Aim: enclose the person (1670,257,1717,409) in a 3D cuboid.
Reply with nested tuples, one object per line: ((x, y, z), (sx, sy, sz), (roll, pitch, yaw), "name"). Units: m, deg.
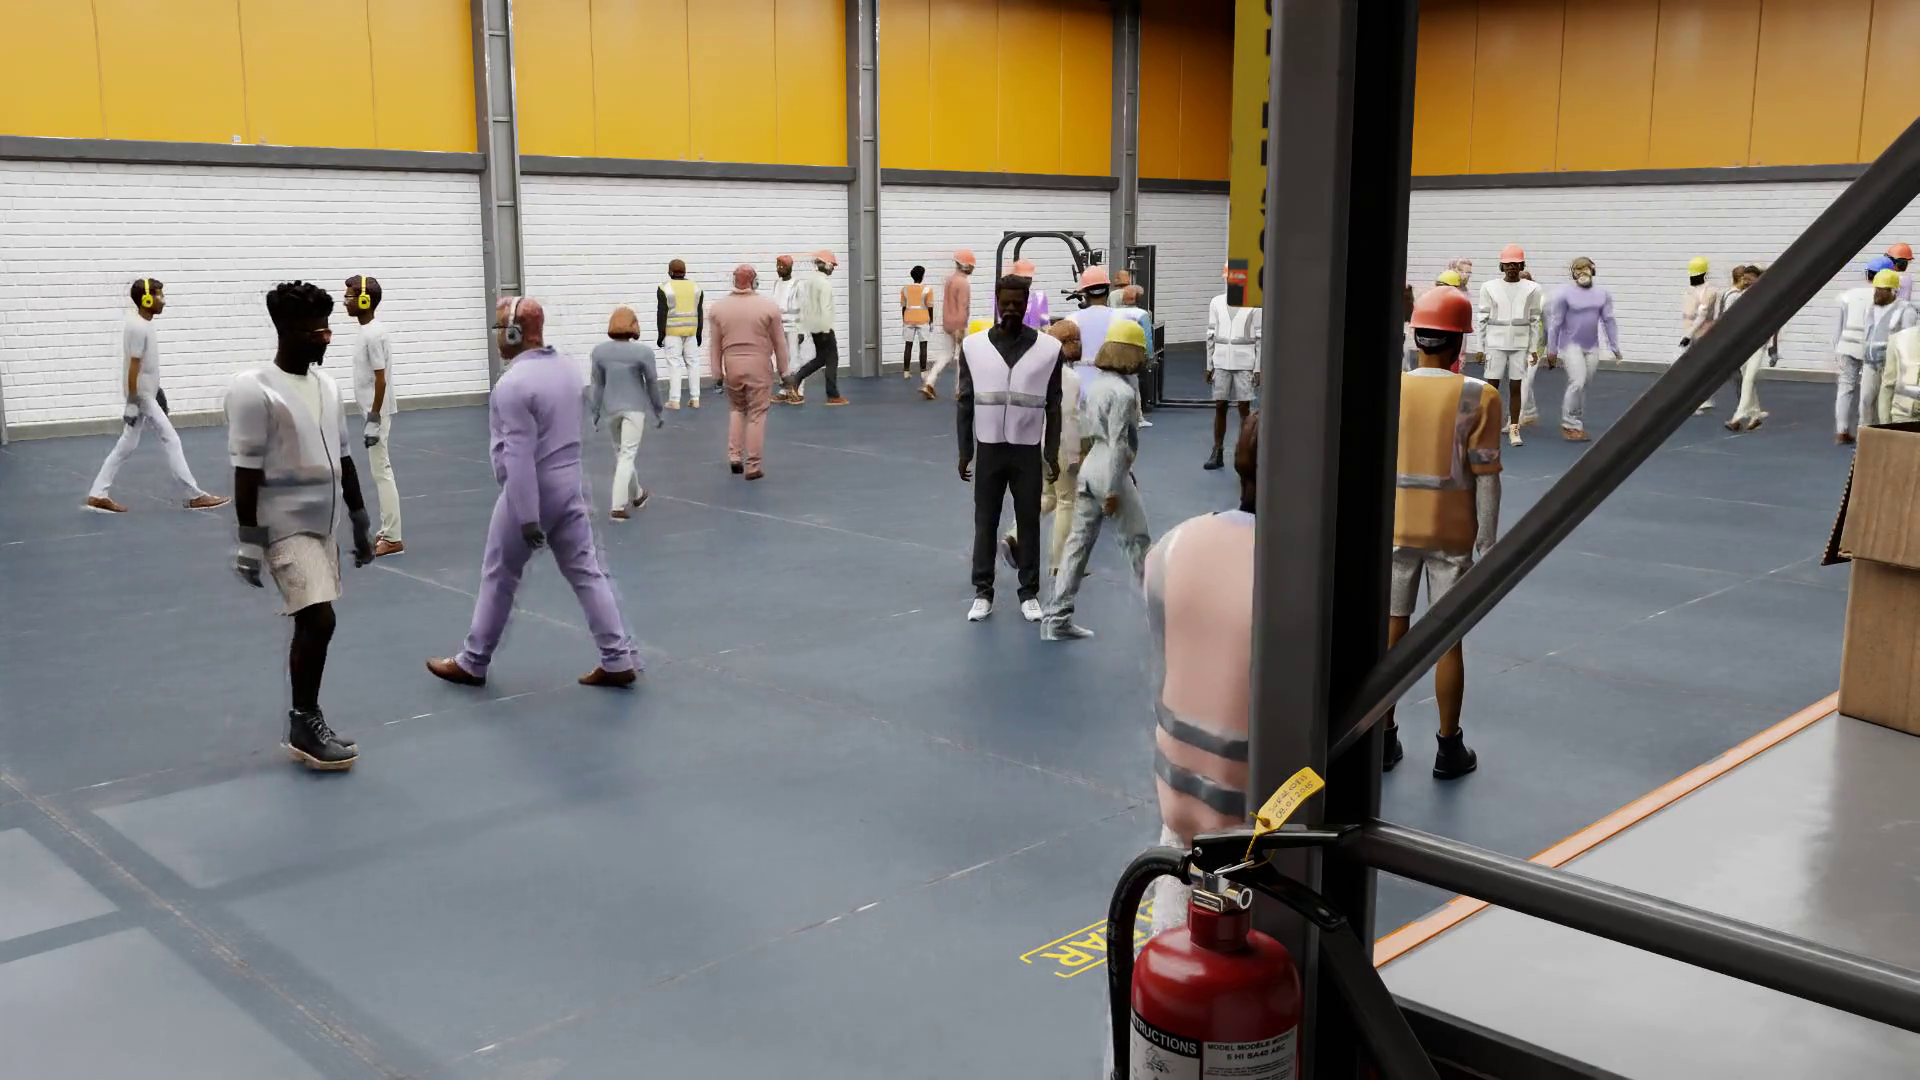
((8.902, -2.507, 20.302), (0.874, 1.862, 0.614), (-3, 11, -14), "person")

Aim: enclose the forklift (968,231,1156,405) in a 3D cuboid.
((1.222, -2.721, 20.561), (2.313, 2.155, 1.214), (2, 11, 13), "forklift")

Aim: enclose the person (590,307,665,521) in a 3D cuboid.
((-2.516, -0.968, 12.638), (0.523, 1.581, 0.848), (2, 11, 13), "person")

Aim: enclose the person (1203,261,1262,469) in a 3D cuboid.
((2.487, -1.591, 15.095), (0.542, 1.939, 0.361), (5, 12, 26), "person")

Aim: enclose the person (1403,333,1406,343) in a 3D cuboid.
((2.282, -0.331, 8.989), (0.853, 1.648, 0.553), (-9, 14, -41), "person")

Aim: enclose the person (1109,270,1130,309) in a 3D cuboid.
((2.321, -3.036, 23.813), (0.500, 1.633, 0.281), (-7, 12, -34), "person")

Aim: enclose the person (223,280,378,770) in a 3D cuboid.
((-2.554, -0.055, 6.661), (0.559, 1.951, 0.646), (2, 11, 12), "person")

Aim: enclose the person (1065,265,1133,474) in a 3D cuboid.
((1.028, -1.100, 12.517), (0.576, 1.901, 0.529), (4, 11, 21), "person")

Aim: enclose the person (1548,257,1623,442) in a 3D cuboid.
((6.418, -1.947, 17.108), (0.659, 1.911, 0.532), (-3, 11, -16), "person")

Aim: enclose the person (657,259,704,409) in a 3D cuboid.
((-3.468, -2.541, 20.546), (0.633, 1.842, 0.429), (-8, 13, -36), "person")

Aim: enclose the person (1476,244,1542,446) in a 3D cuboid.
((5.555, -1.968, 16.868), (0.615, 2.043, 0.373), (2, 11, 12), "person")

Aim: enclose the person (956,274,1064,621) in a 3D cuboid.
((0.277, -0.508, 9.243), (0.593, 1.922, 0.391), (0, 10, 1), "person")

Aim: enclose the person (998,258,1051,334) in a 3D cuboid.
((0.654, -2.037, 17.666), (0.562, 1.907, 0.948), (-4, 11, -21), "person")

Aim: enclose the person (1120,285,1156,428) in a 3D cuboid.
((1.818, -1.986, 18.179), (0.848, 1.599, 0.510), (-7, 13, -34), "person")

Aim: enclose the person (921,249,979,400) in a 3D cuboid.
((-0.128, -2.757, 21.455), (0.778, 1.953, 0.633), (-5, 12, -26), "person")

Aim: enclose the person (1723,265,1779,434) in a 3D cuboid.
((8.564, -2.067, 18.047), (1.005, 1.806, 0.485), (-9, 14, -40), "person")

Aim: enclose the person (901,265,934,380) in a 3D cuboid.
((-0.627, -3.221, 24.669), (0.525, 1.689, 0.320), (3, 11, 17), "person")

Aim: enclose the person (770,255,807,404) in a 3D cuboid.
((-2.180, -2.663, 21.090), (0.585, 1.882, 0.337), (9, 14, 41), "person")

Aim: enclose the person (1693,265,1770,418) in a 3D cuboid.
((8.996, -2.318, 19.493), (0.949, 1.802, 0.495), (1, 10, 5), "person")

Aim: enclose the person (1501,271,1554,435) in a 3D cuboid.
((6.123, -2.045, 18.094), (1.052, 1.767, 0.664), (-9, 14, -42), "person")

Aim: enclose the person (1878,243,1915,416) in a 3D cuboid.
((10.996, -2.479, 19.657), (0.396, 2.042, 0.611), (-2, 11, -12), "person")

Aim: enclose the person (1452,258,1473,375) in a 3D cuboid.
((5.455, -2.242, 18.839), (0.661, 1.881, 0.719), (-9, 14, -41), "person")

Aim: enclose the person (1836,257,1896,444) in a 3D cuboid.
((9.244, -1.923, 16.982), (0.631, 1.907, 0.625), (-7, 13, -34), "person")

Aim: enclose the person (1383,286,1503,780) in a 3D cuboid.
((1.851, -0.028, 6.579), (0.552, 1.935, 0.374), (6, 12, 28), "person")

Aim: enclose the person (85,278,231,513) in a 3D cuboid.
((-6.288, -1.102, 12.813), (1.015, 1.811, 0.518), (-6, 12, -28), "person")

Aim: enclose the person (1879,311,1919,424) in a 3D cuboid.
((6.565, -0.829, 11.298), (0.594, 1.819, 0.422), (8, 13, 36), "person")

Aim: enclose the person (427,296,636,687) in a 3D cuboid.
((-2.001, -0.208, 7.801), (1.013, 1.852, 0.644), (4, 11, 19), "person")

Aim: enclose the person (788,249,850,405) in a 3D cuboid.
((-1.794, -2.660, 20.861), (0.705, 1.966, 0.625), (-5, 11, -24), "person")

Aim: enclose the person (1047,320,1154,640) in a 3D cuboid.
((0.855, -0.303, 8.761), (0.872, 1.686, 0.491), (-4, 11, -21), "person")

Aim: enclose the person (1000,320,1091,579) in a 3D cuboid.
((0.545, -0.544, 10.242), (0.496, 1.620, 0.511), (-5, 12, -27), "person")

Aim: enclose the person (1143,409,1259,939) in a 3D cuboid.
((0.695, 0.589, 3.595), (0.953, 1.790, 0.645), (-8, 13, -38), "person")

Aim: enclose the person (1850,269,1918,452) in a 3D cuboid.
((9.153, -1.755, 16.342), (0.690, 1.814, 0.608), (-4, 11, -23), "person")

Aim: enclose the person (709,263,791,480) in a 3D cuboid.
((-1.828, -1.476, 14.611), (0.647, 1.890, 0.511), (2, 11, 13), "person")

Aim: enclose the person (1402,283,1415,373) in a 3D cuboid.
((2.853, -0.841, 11.343), (1.015, 1.829, 0.558), (-1, 10, -4), "person")

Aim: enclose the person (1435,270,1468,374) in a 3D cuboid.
((5.099, -1.950, 17.529), (0.310, 1.768, 0.533), (-10, 14, -44), "person")

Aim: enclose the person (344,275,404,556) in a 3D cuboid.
((-3.922, -0.821, 11.086), (0.328, 1.873, 0.517), (-4, 11, -20), "person")
